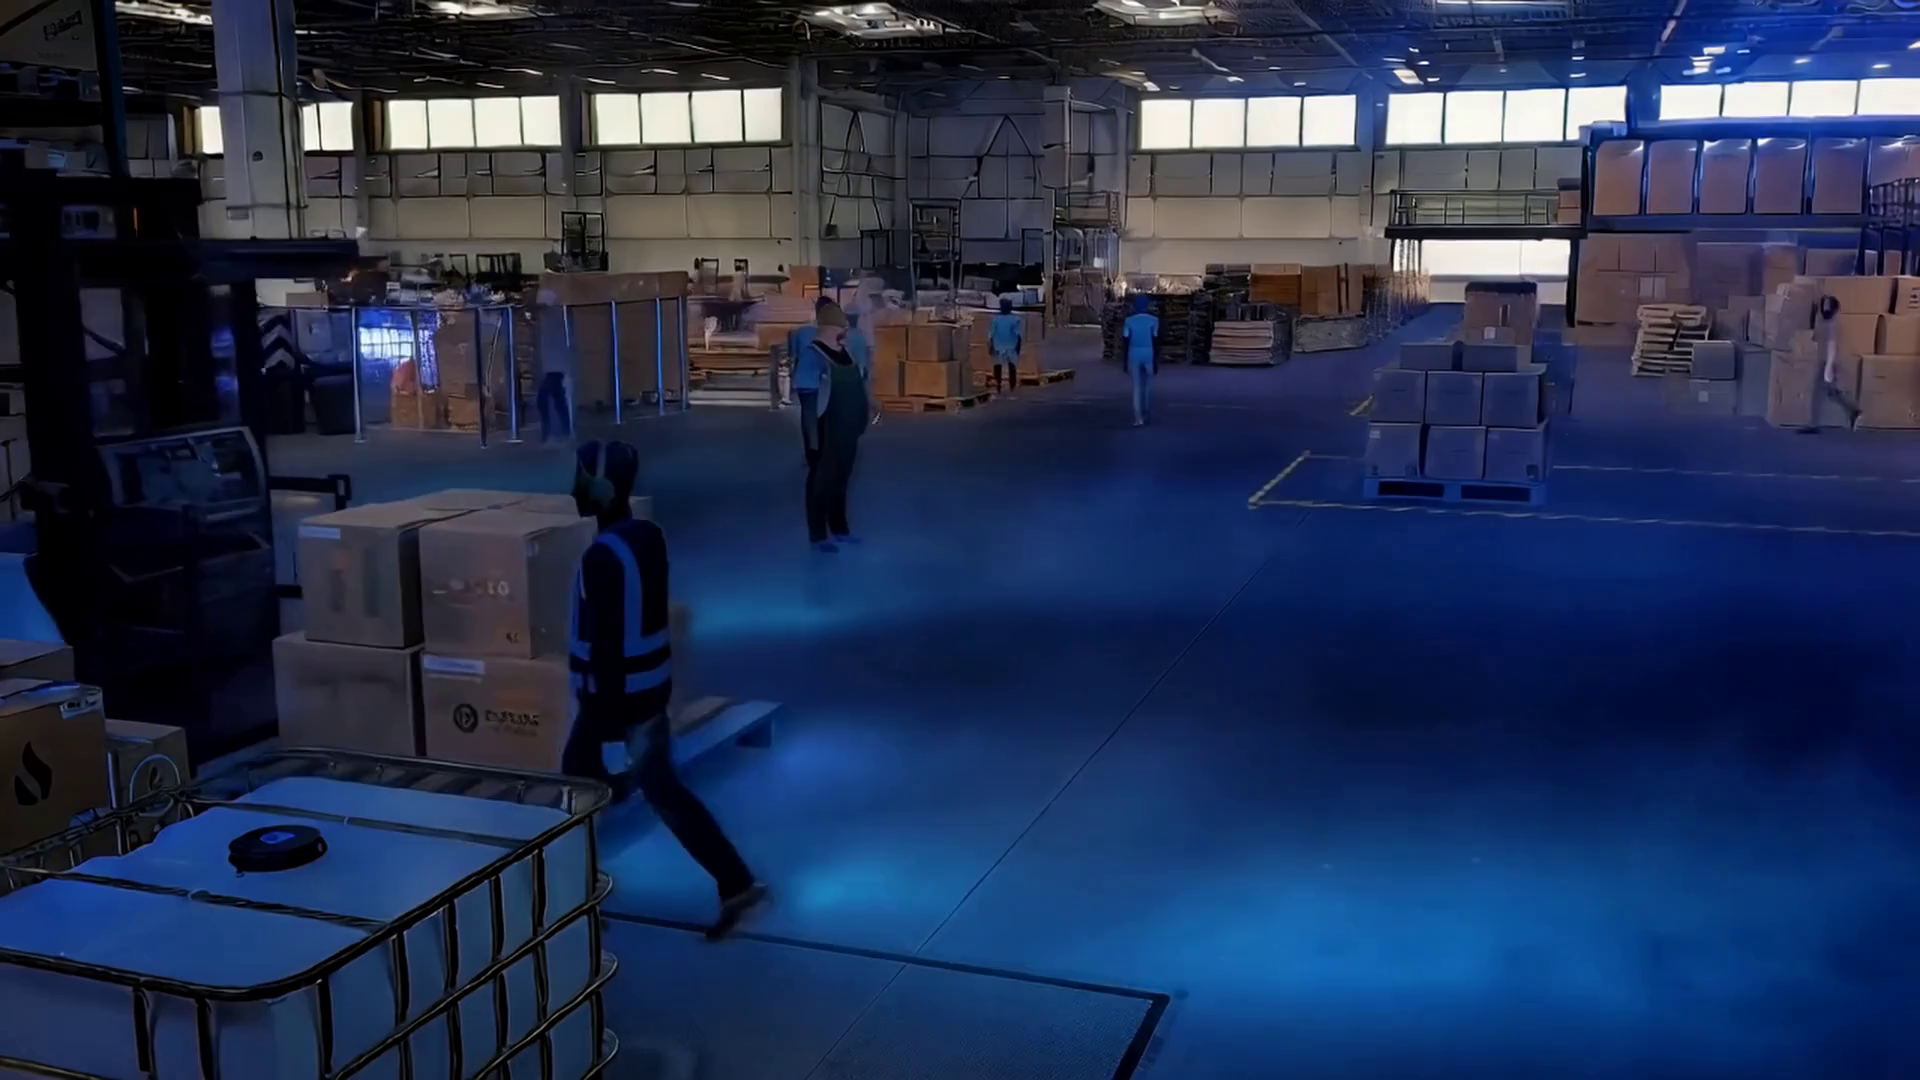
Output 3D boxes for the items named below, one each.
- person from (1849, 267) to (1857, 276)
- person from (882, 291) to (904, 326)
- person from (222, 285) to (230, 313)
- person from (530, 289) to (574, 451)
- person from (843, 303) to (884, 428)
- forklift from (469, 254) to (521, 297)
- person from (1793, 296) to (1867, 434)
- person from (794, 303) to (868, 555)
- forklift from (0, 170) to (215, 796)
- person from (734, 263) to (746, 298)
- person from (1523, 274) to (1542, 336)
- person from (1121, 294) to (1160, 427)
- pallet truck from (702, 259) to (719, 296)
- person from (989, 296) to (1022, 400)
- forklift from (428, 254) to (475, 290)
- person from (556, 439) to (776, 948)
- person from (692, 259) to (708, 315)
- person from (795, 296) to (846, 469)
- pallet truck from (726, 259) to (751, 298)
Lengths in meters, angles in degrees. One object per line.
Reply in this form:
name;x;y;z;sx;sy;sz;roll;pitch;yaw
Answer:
person;25.269;-6.802;47.185;0.354;1.883;0.573;-4;11;-23
person;-1.004;-3.228;27.434;0.739;1.737;0.553;5;11;25
person;-26.556;-9.117;60.365;0.403;1.832;0.594;4;11;20
person;-5.044;-2.052;20.184;0.727;1.965;0.665;-5;11;-27
person;-1.354;-2.342;22.508;0.844;1.734;0.522;-8;13;-39
forklift;-17.990;-10.121;64.684;1.157;1.987;2.680;3;11;17
person;11.552;-2.296;21.962;0.763;1.846;0.503;7;12;34
person;-1.006;-0.916;13.593;0.536;2.000;0.677;5;11;27
forklift;-4.014;-0.340;7.985;1.873;2.768;1.129;3;11;19
person;-8.031;-9.193;60.777;1.034;1.834;0.669;2;10;9
person;11.303;-4.328;33.161;0.560;1.921;0.742;1;10;5
person;2.502;-2.500;23.137;0.525;1.818;0.879;1;10;3
pallet truck;-9.165;-9.627;62.776;0.823;1.965;1.885;4;11;23
person;0.739;-3.097;26.881;0.540;1.692;0.321;3;11;17
forklift;-20.133;-10.254;65.465;1.157;1.987;2.680;3;11;19
person;-1.130;0.557;5.834;0.940;1.850;0.579;2;10;12
person;-9.200;-8.922;58.777;0.905;2.014;0.610;-5;11;-28
person;-1.574;-1.765;18.691;0.610;1.936;0.871;2;10;9
pallet truck;-7.986;-9.493;62.019;0.823;1.965;1.885;3;11;17
